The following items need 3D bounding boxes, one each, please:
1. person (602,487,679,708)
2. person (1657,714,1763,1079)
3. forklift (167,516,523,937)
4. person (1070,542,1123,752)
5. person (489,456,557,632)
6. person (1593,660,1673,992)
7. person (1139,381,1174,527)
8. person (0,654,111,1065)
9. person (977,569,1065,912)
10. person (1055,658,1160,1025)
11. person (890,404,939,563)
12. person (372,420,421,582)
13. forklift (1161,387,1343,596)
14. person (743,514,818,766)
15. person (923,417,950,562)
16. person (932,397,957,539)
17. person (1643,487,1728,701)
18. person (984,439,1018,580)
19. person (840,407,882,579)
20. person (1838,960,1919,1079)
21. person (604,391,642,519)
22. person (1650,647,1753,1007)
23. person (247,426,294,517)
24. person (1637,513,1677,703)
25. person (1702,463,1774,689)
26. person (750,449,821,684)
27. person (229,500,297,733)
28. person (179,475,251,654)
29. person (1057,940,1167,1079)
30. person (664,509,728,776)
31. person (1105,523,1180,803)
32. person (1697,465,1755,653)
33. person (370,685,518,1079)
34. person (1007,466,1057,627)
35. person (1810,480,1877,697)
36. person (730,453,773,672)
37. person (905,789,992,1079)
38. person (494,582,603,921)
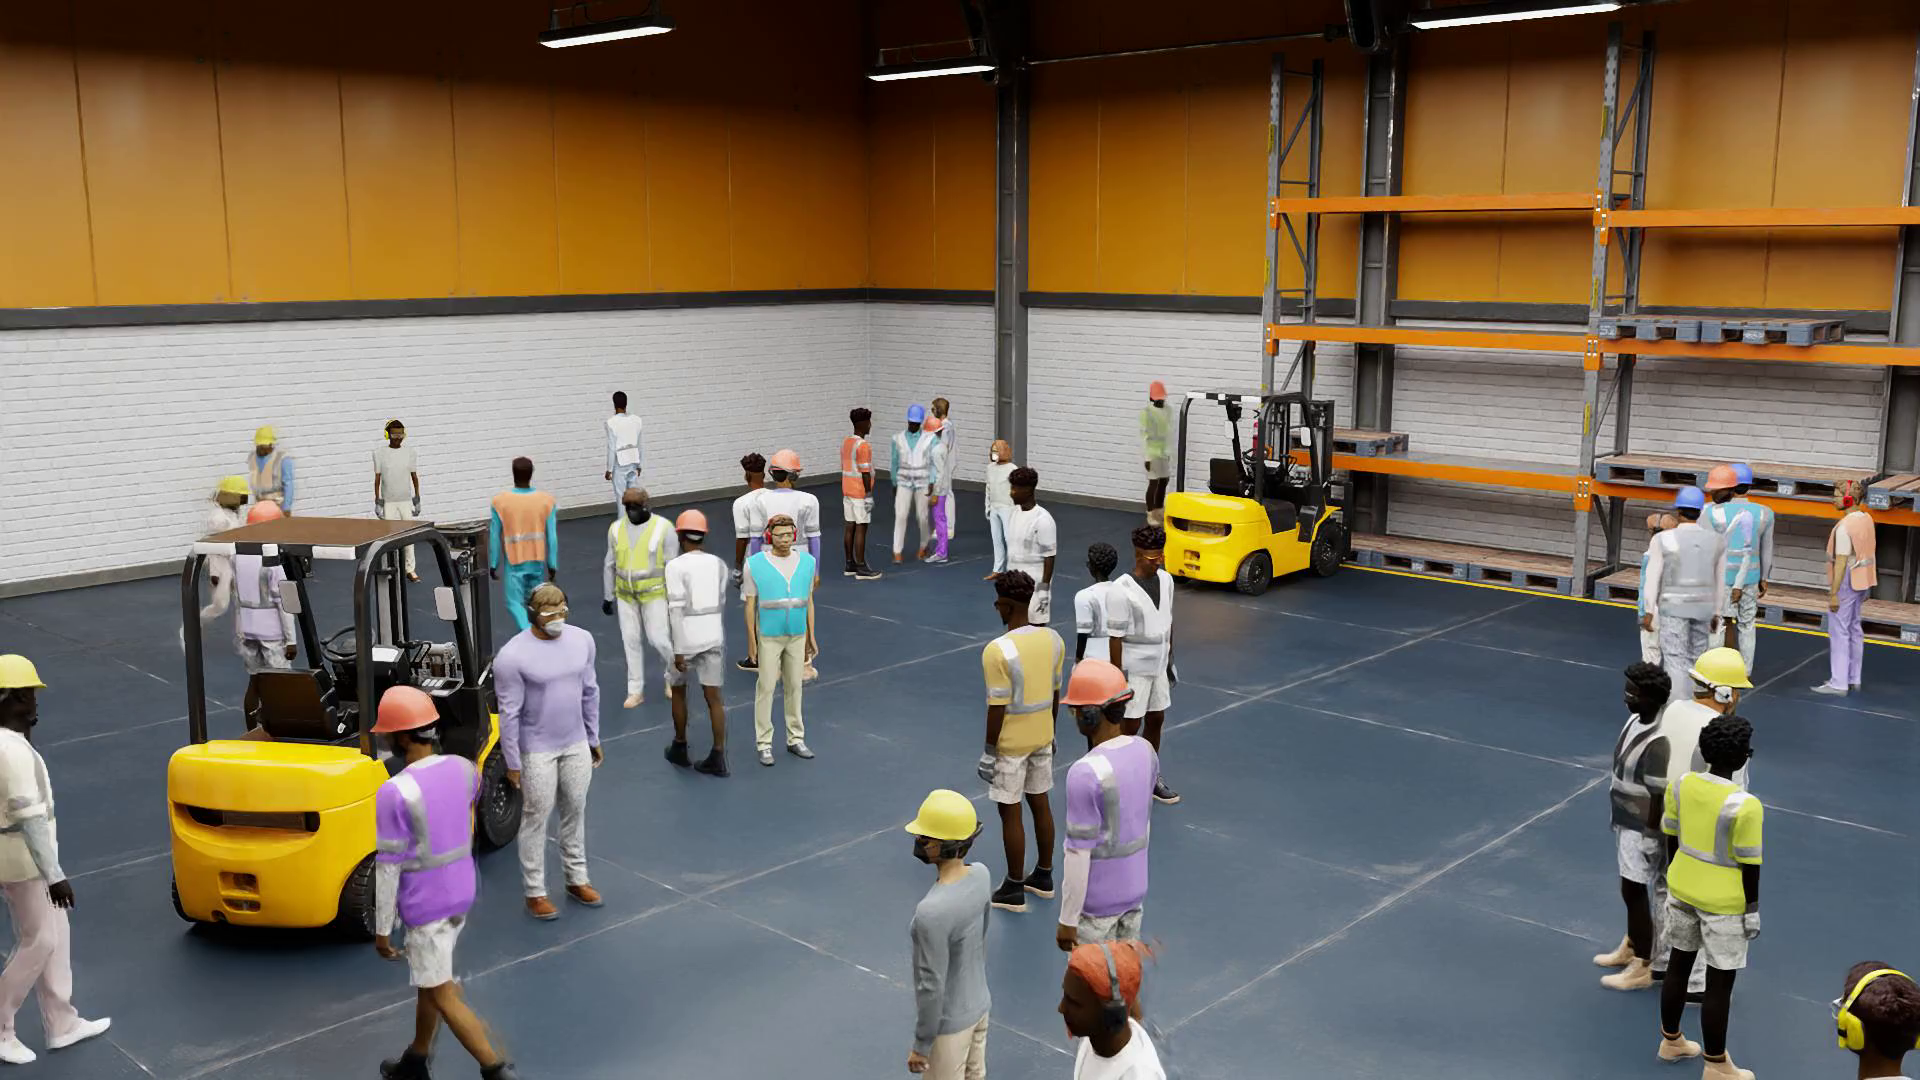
[{"bbox_3d":[-2.623,0.464,13.713,0.641,1.824,0.491,3,10,17],"label":"person"},{"bbox_3d":[3.398,1.616,7.521,0.322,1.697,0.531,-3,11,-19],"label":"person"},{"bbox_3d":[-3.583,0.976,9.748,1.214,2.155,2.313,2,10,11],"label":"forklift"},{"bbox_3d":[1.001,0.856,11.849,0.541,1.696,0.315,-8,13,-39],"label":"person"},{"bbox_3d":[-3.939,0.189,15.101,0.602,1.894,0.754,-7,12,-34],"label":"person"},{"bbox_3d":[3.475,1.447,8.521,0.334,1.693,0.537,1,10,8],"label":"person"},{"bbox_3d":[2.704,-1.171,22.554,0.757,1.995,0.508,-9,13,-42],"label":"person"},{"bbox_3d":[-4.329,1.485,7.688,0.585,1.894,0.701,-7,12,-34],"label":"person"},{"bbox_3d":[0.336,1.133,9.506,0.367,1.962,0.613,10,14,43],"label":"person"},{"bbox_3d":[0.604,1.512,7.188,0.410,2.030,0.611,7,12,35],"label":"person"},{"bbox_3d":[-0.541,-0.680,19.959,0.630,1.917,0.625,2,10,10],"label":"person"},{"bbox_3d":[-6.327,-0.428,18.711,0.509,1.860,0.334,-6,12,-32],"label":"person"},{"bbox_3d":[3.298,-0.608,18.767,1.214,2.155,2.313,9,13,42],"label":"forklift"},{"bbox_3d":[-1.314,0.715,12.228,0.565,1.846,0.390,-6,12,-31],"label":"person"},{"bbox_3d":[-0.296,-0.610,20.041,0.339,1.748,0.564,0,10,2],"label":"person"},{"bbox_3d":[-0.209,-0.930,21.605,0.339,1.842,0.507,1,10,7],"label":"person"},{"bbox_3d":[5.656,0.548,13.016,0.621,1.918,0.647,0,10,-2],"label":"person"},{"bbox_3d":[0.470,-0.326,18.785,0.272,1.627,0.502,-9,13,-41],"label":"person"},{"bbox_3d":[-1.155,-0.542,19.040,0.373,1.966,0.607,-5,11,-27],"label":"person"},{"bbox_3d":[2.446,2.057,4.550,0.505,1.864,0.331,-2,10,-9],"label":"person"},{"bbox_3d":[-4.383,-0.967,21.670,0.439,1.916,0.606,7,12,34],"label":"person"},{"bbox_3d":[3.688,1.423,8.282,0.403,1.819,0.601,-2,10,-14],"label":"person"},{"bbox_3d":[-7.825,-0.423,18.880,0.617,1.775,0.910,2,10,13],"label":"person"},{"bbox_3d":[5.701,0.594,13.537,0.519,1.633,0.314,-6,11,-29],"label":"person"},{"bbox_3d":[6.610,0.312,14.236,0.618,1.944,0.397,1,10,4],"label":"person"},{"bbox_3d":[-1.504,0.234,14.416,0.609,2.040,0.394,1,10,4],"label":"person"},{"bbox_3d":[-5.098,0.667,12.282,0.544,1.932,0.375,5,11,28],"label":"person"},{"bbox_3d":[-6.832,0.244,15.313,0.703,1.709,0.498,1,10,6],"label":"person"},{"bbox_3d":[0.369,2.023,4.814,0.986,1.827,0.585,0,10,-3],"label":"person"},{"bbox_3d":[-1.911,0.731,12.044,0.577,1.877,0.832,-9,14,-43],"label":"person"},{"bbox_3d":[1.233,0.849,11.182,0.616,1.951,0.388,-9,14,-43],"label":"person"},{"bbox_3d":[6.477,0.315,14.246,0.358,1.938,0.542,-5,11,-28],"label":"person"},{"bbox_3d":[-2.230,1.571,7.235,0.932,1.892,0.569,5,11,27],"label":"person"},{"bbox_3d":[0.572,0.352,13.965,0.377,1.960,0.609,-5,11,-29],"label":"person"},{"bbox_3d":[7.489,0.408,14.014,0.567,1.836,0.381,-9,13,-41],"label":"person"},{"bbox_3d":[-1.790,0.198,14.853,0.379,1.958,0.600,9,14,43],"label":"person"},{"bbox_3d":[-0.048,1.797,6.290,0.304,1.771,0.532,4,11,23],"label":"person"},{"bbox_3d":[-2.305,1.176,9.387,0.382,1.931,0.632,9,14,43],"label":"person"}]
